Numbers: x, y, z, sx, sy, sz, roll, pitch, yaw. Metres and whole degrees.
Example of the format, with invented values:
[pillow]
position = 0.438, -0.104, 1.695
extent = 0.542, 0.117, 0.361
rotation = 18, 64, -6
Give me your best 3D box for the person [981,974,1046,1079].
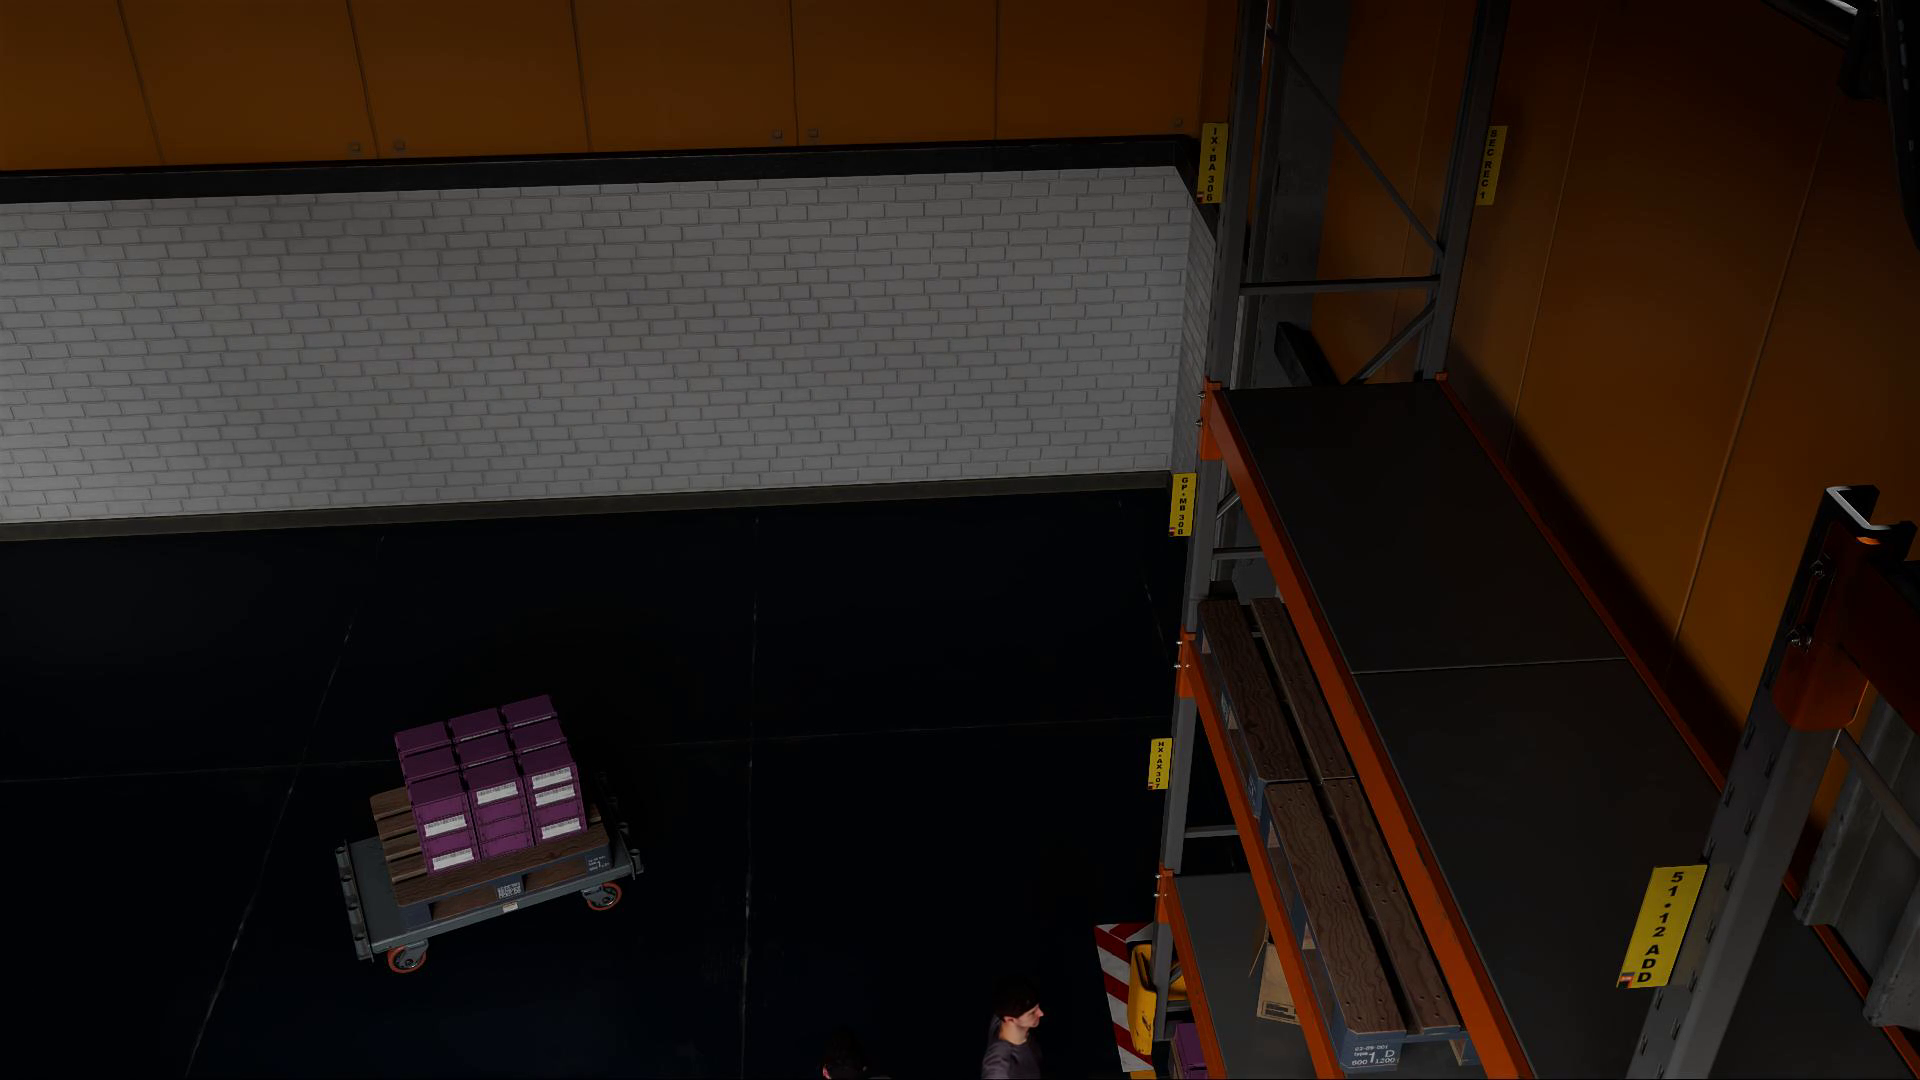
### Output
[person]
position = 0.239, 2.672, 7.663
extent = 0.784, 1.852, 0.560
rotation = 5, 34, 7
